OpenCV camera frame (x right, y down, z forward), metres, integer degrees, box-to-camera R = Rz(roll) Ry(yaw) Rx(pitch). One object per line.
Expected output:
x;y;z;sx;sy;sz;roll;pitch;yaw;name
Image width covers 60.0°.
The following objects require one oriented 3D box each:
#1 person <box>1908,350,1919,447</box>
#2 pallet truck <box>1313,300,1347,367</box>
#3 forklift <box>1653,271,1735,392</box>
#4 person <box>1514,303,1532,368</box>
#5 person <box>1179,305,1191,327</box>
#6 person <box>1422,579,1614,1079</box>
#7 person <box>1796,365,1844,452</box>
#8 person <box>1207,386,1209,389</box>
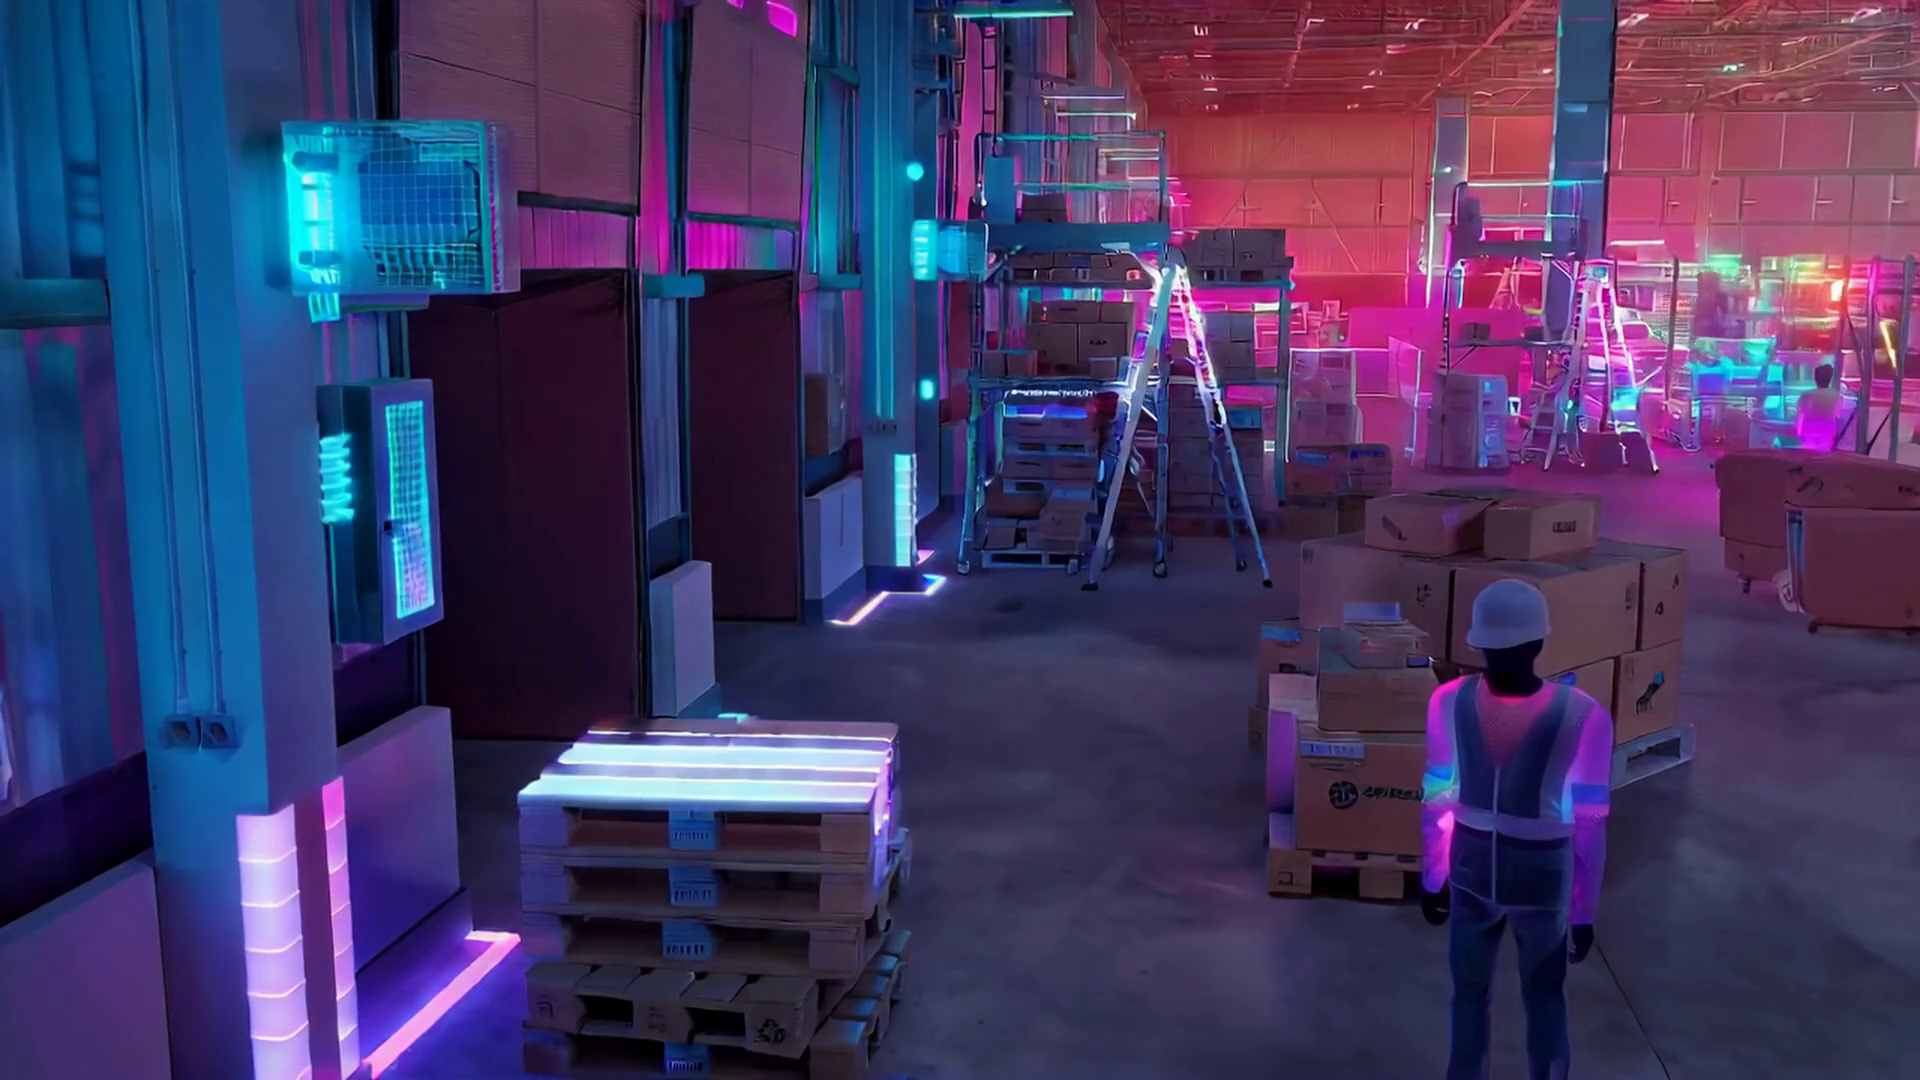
15.589;-2.368;26.885;0.319;1.739;0.484;9;13;43;person
11.159;-6.200;49.718;0.823;1.965;1.885;4;10;26;pallet truck
17.353;-4.868;38.786;1.873;2.768;1.129;1;9;9;forklift
16.396;-5.974;48.669;1.001;1.904;0.644;5;11;30;person
6.138;-5.359;44.754;0.544;1.930;0.388;-6;11;-33;person
1.700;1.063;5.179;0.585;1.919;0.397;7;12;39;person
10.591;-1.305;20.490;0.536;1.685;0.454;2;9;11;person
5.154;-3.651;35.136;0.312;1.633;0.519;-5;11;-29;person
